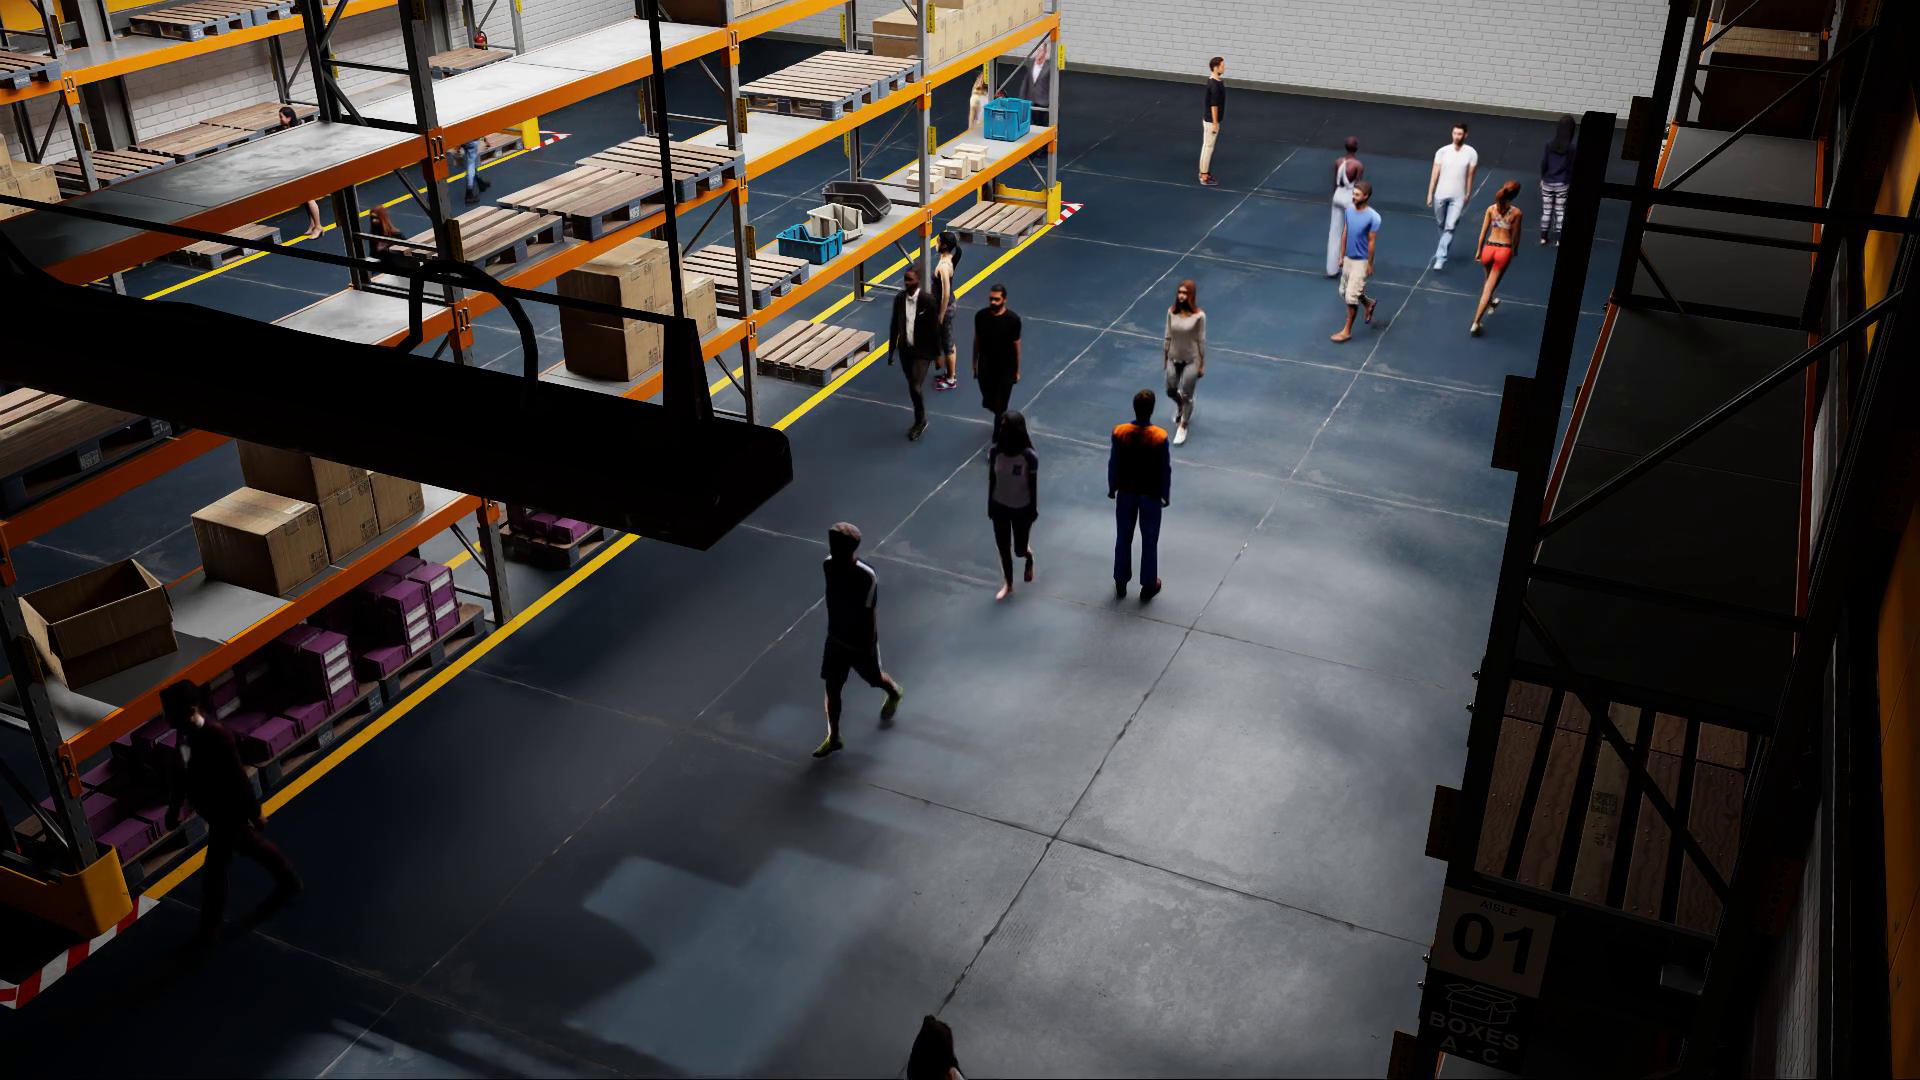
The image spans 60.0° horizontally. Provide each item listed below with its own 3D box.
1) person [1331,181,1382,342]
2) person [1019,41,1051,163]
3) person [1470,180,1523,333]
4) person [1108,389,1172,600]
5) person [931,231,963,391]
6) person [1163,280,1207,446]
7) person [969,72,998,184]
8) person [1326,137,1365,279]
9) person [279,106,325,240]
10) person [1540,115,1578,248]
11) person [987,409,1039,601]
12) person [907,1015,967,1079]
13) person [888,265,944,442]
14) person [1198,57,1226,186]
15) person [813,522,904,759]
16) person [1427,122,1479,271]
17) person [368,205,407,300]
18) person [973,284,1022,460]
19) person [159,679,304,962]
[{"bbox_3d":[4.622,-3.215,19.045,1.130,1.840,0.953,-18,34,-30],"label":"person"},{"bbox_3d":[1.258,-6.745,25.558,0.877,1.801,1.222,20,34,32],"label":"person"},{"bbox_3d":[6.158,-3.221,19.158,0.703,1.741,1.166,17,33,29],"label":"person"},{"bbox_3d":[1.491,-0.387,13.836,0.711,1.864,0.635,9,30,16],"label":"person"},{"bbox_3d":[-0.142,-2.462,17.780,0.697,1.730,0.581,3,29,5],"label":"person"},{"bbox_3d":[2.281,-1.822,16.646,0.599,1.692,0.784,13,31,23],"label":"person"},{"bbox_3d":[0.250,-5.947,24.198,0.803,1.701,0.924,19,34,30],"label":"person"},{"bbox_3d":[4.770,-4.135,20.814,0.979,1.762,0.801,-24,37,-37],"label":"person"},{"bbox_3d":[-8.821,-4.910,22.227,0.803,1.769,0.777,-18,33,-30],"label":"person"},{"bbox_3d":[7.855,-4.719,21.921,0.646,1.726,0.638,17,33,28],"label":"person"},{"bbox_3d":[0.483,-0.317,13.885,0.618,1.694,0.693,15,32,25],"label":"person"},{"bbox_3d":[-0.182,2.923,8.119,0.710,1.528,0.979,17,33,29],"label":"person"},{"bbox_3d":[-0.397,-1.912,16.711,0.727,1.788,0.726,16,33,27],"label":"person"},{"bbox_3d":[3.695,-6.172,24.450,0.759,1.855,0.589,2,29,4],"label":"person"},{"bbox_3d":[-0.709,0.663,11.969,0.725,1.808,1.170,16,32,27],"label":"person"},{"bbox_3d":[6.295,-4.426,21.286,0.748,1.820,1.208,15,32,26],"label":"person"},{"bbox_3d":[-6.330,-2.982,18.773,0.720,1.692,0.887,6,29,11],"label":"person"},{"bbox_3d":[0.384,-1.717,16.405,0.730,1.738,1.085,8,30,15],"label":"person"},{"bbox_3d":[-4.468,1.606,10.236,0.900,1.812,1.249,22,36,35],"label":"person"}]
